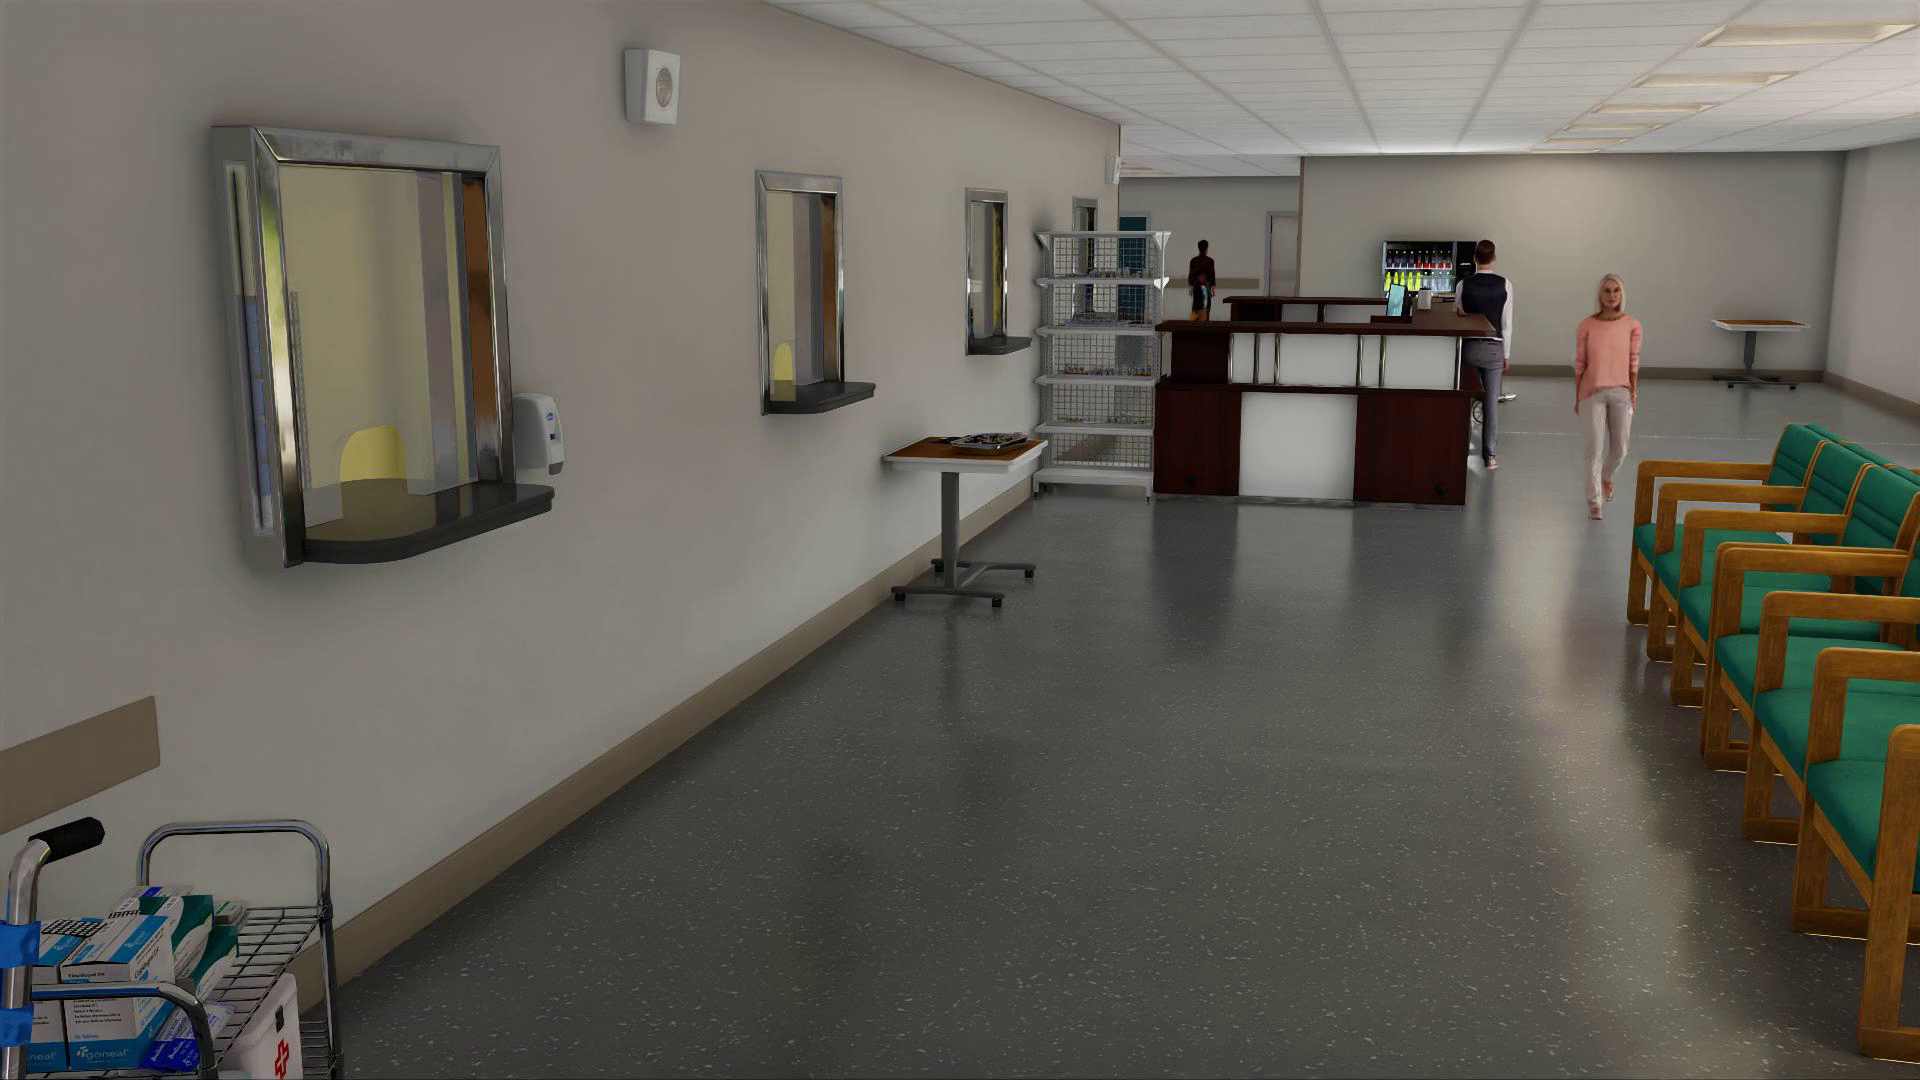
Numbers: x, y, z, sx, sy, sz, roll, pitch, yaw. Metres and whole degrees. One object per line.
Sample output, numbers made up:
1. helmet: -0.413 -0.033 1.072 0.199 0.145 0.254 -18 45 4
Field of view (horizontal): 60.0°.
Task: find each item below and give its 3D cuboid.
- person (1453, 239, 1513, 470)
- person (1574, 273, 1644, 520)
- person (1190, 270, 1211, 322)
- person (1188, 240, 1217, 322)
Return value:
1. person: 4.452 -1.594 14.219 0.532 1.935 0.730 4 12 21
2. person: 4.572 -1.024 11.803 0.733 1.716 0.642 3 11 15
3. person: 4.135 -4.075 29.152 0.795 1.243 0.955 -10 15 -44
4. person: 4.405 -4.559 30.269 0.465 1.777 0.714 4 11 18
